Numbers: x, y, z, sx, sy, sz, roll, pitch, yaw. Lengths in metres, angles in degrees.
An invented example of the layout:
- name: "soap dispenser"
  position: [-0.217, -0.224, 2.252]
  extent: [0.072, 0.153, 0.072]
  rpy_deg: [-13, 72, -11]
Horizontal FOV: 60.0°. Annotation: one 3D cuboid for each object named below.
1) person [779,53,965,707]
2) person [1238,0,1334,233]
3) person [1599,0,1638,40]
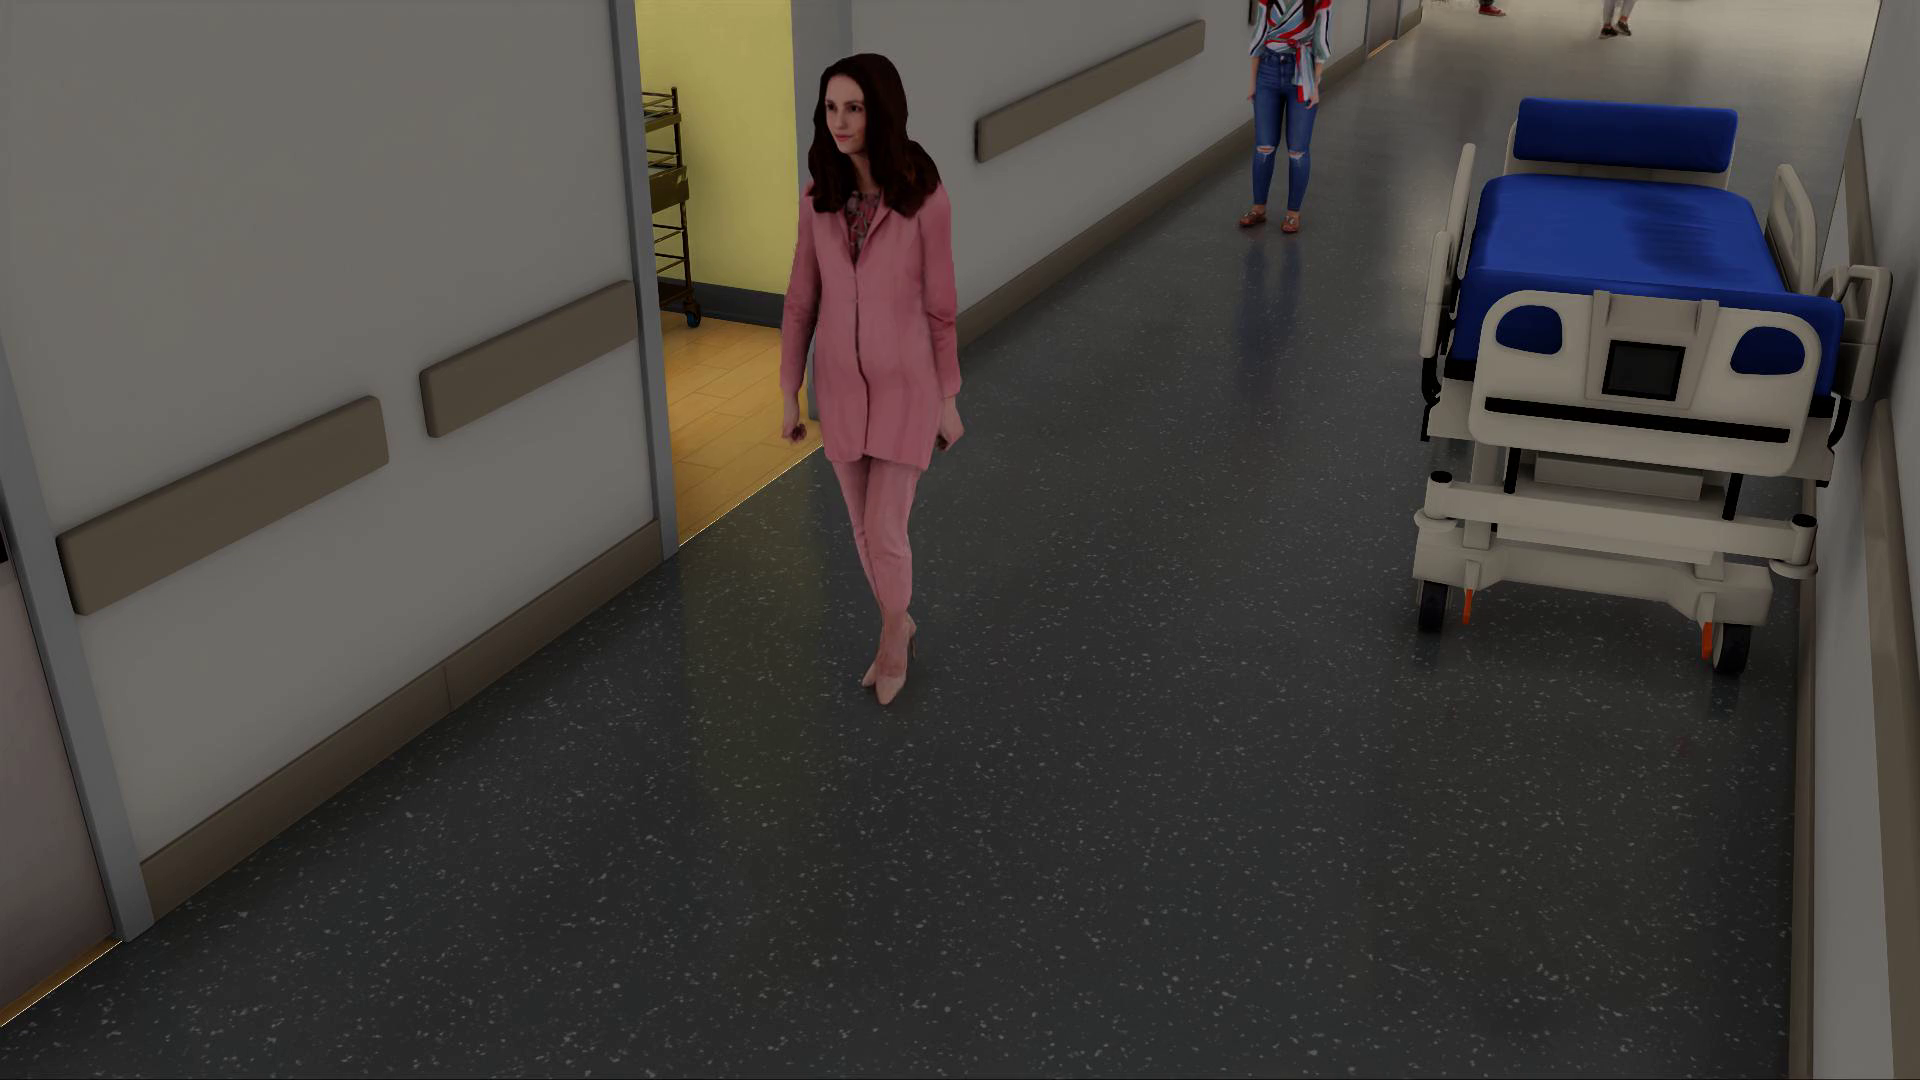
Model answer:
- name: "person"
  position: [-0.181, -0.416, 4.543]
  extent: [0.545, 1.785, 0.687]
  rpy_deg: [11, 28, 22]
- name: "person"
  position: [1.794, -2.514, 9.091]
  extent: [0.449, 1.612, 0.652]
  rpy_deg: [13, 29, 26]
- name: "person"
  position: [5.960, -5.275, 14.960]
  extent: [0.739, 1.487, 0.659]
  rpy_deg: [-23, 34, -39]
